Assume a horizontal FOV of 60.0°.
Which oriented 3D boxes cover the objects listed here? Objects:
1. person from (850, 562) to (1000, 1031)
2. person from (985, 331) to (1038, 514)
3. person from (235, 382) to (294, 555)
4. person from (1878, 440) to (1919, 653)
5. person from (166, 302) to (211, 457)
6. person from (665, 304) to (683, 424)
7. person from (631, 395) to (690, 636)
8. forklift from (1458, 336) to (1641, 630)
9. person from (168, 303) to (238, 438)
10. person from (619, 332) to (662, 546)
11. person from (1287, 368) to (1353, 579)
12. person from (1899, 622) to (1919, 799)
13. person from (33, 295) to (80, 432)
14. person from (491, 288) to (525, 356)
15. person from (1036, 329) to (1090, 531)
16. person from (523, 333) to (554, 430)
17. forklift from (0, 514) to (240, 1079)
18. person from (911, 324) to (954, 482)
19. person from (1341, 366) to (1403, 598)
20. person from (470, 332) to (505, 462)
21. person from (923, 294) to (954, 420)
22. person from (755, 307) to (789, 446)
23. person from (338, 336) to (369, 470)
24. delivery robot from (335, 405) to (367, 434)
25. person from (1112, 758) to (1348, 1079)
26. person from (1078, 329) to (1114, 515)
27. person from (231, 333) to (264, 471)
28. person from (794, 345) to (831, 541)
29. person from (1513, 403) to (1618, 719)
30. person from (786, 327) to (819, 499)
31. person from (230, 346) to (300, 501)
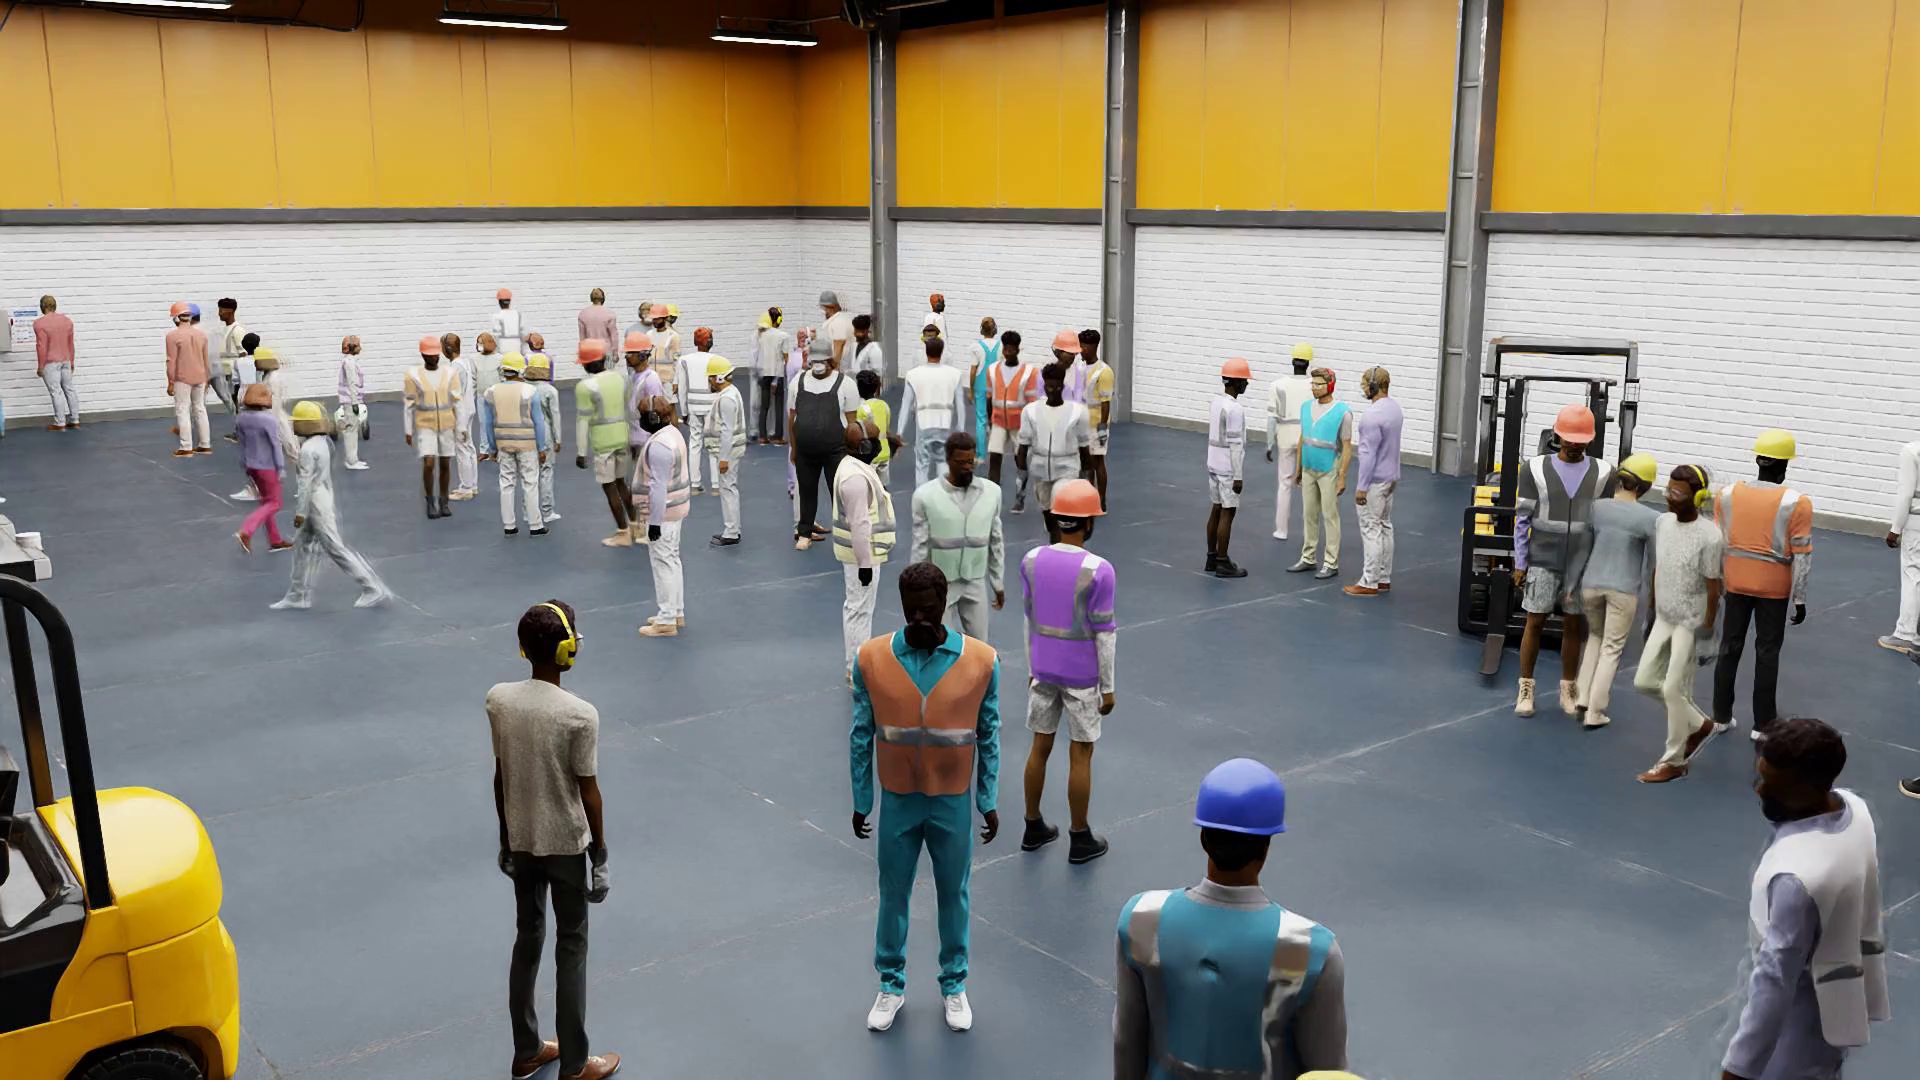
[{"bbox_3d":[-0.138,1.013,6.640,0.597,1.916,0.371,0,12,1],"label":"person"},{"bbox_3d":[0.492,-1.186,17.220,0.618,1.927,0.862,4,12,20],"label":"person"},{"bbox_3d":[-6.498,-0.657,15.417,0.511,1.615,0.609,7,13,30],"label":"person"},{"bbox_3d":[7.056,-0.107,12.131,0.577,1.884,0.353,-2,12,-9],"label":"person"},{"bbox_3d":[-9.902,-2.057,21.332,0.410,1.980,0.627,5,13,23],"label":"person"},{"bbox_3d":[-4.227,-2.564,24.299,0.329,1.763,0.523,3,12,14],"label":"person"},{"bbox_3d":[-2.276,-0.191,12.675,0.429,1.833,0.637,0,12,-1],"label":"person"},{"bbox_3d":[4.683,-0.471,13.136,1.214,2.155,2.313,4,12,20],"label":"forklift"},{"bbox_3d":[-10.377,-2.318,22.879,1.131,1.871,0.634,3,12,15],"label":"person"},{"bbox_3d":[-3.039,-0.965,15.888,0.373,2.043,0.615,-7,13,-29],"label":"person"},{"bbox_3d":[3.173,-0.591,14.559,0.379,1.844,0.570,-8,14,-35],"label":"person"},{"bbox_3d":[5.494,0.486,9.067,0.613,1.965,0.361,-1,12,-3],"label":"person"},{"bbox_3d":[-12.800,-2.499,23.553,0.355,1.937,0.634,4,12,17],"label":"person"},{"bbox_3d":[-6.956,-2.942,25.764,0.543,1.917,0.656,-11,16,-43],"label":"person"},{"bbox_3d":[1.037,-1.061,16.406,0.612,2.029,0.409,-9,15,-38],"label":"person"},{"bbox_3d":[-5.272,-1.779,20.827,0.313,1.630,0.528,7,13,29],"label":"person"},{"bbox_3d":[-3.687,1.115,5.480,2.313,2.155,1.214,-9,15,-36],"label":"forklift"},{"bbox_3d":[-0.320,-1.589,19.361,0.515,1.859,0.321,3,12,15],"label":"person"},{"bbox_3d":[3.462,-0.482,13.850,0.385,1.929,0.635,8,14,33],"label":"person"},{"bbox_3d":[-5.900,-1.787,20.852,0.507,1.632,0.279,1,12,7],"label":"person"},{"bbox_3d":[-0.340,-2.712,24.718,0.356,1.883,0.574,-7,13,-29],"label":"person"},{"bbox_3d":[-2.495,-2.183,22.240,0.525,1.855,0.341,4,12,17],"label":"person"},{"bbox_3d":[-7.426,-1.676,20.334,0.318,1.630,0.513,-5,13,-22],"label":"person"},{"bbox_3d":[-8.392,-1.720,22.923,0.477,0.478,0.707,-3,12,-12],"label":"delivery robot"},{"bbox_3d":[0.683,1.502,4.229,0.602,1.939,0.398,6,13,25],"label":"person"},{"bbox_3d":[1.371,-1.231,17.388,0.380,1.958,0.605,-5,13,-25],"label":"person"},{"bbox_3d":[-8.494,-1.645,20.044,0.537,1.694,0.320,2,12,10],"label":"person"},{"bbox_3d":[-1.438,-0.946,16.164,0.397,1.900,0.649,1,12,4],"label":"person"},{"bbox_3d":[3.835,0.139,10.580,0.605,2.036,0.383,2,12,9],"label":"person"},{"bbox_3d":[-1.713,-1.406,18.409,0.401,1.896,0.661,-2,12,-11],"label":"person"},{"bbox_3d":[-7.544,-1.277,18.235,0.902,1.691,0.503,-9,15,-38],"label":"person"}]
